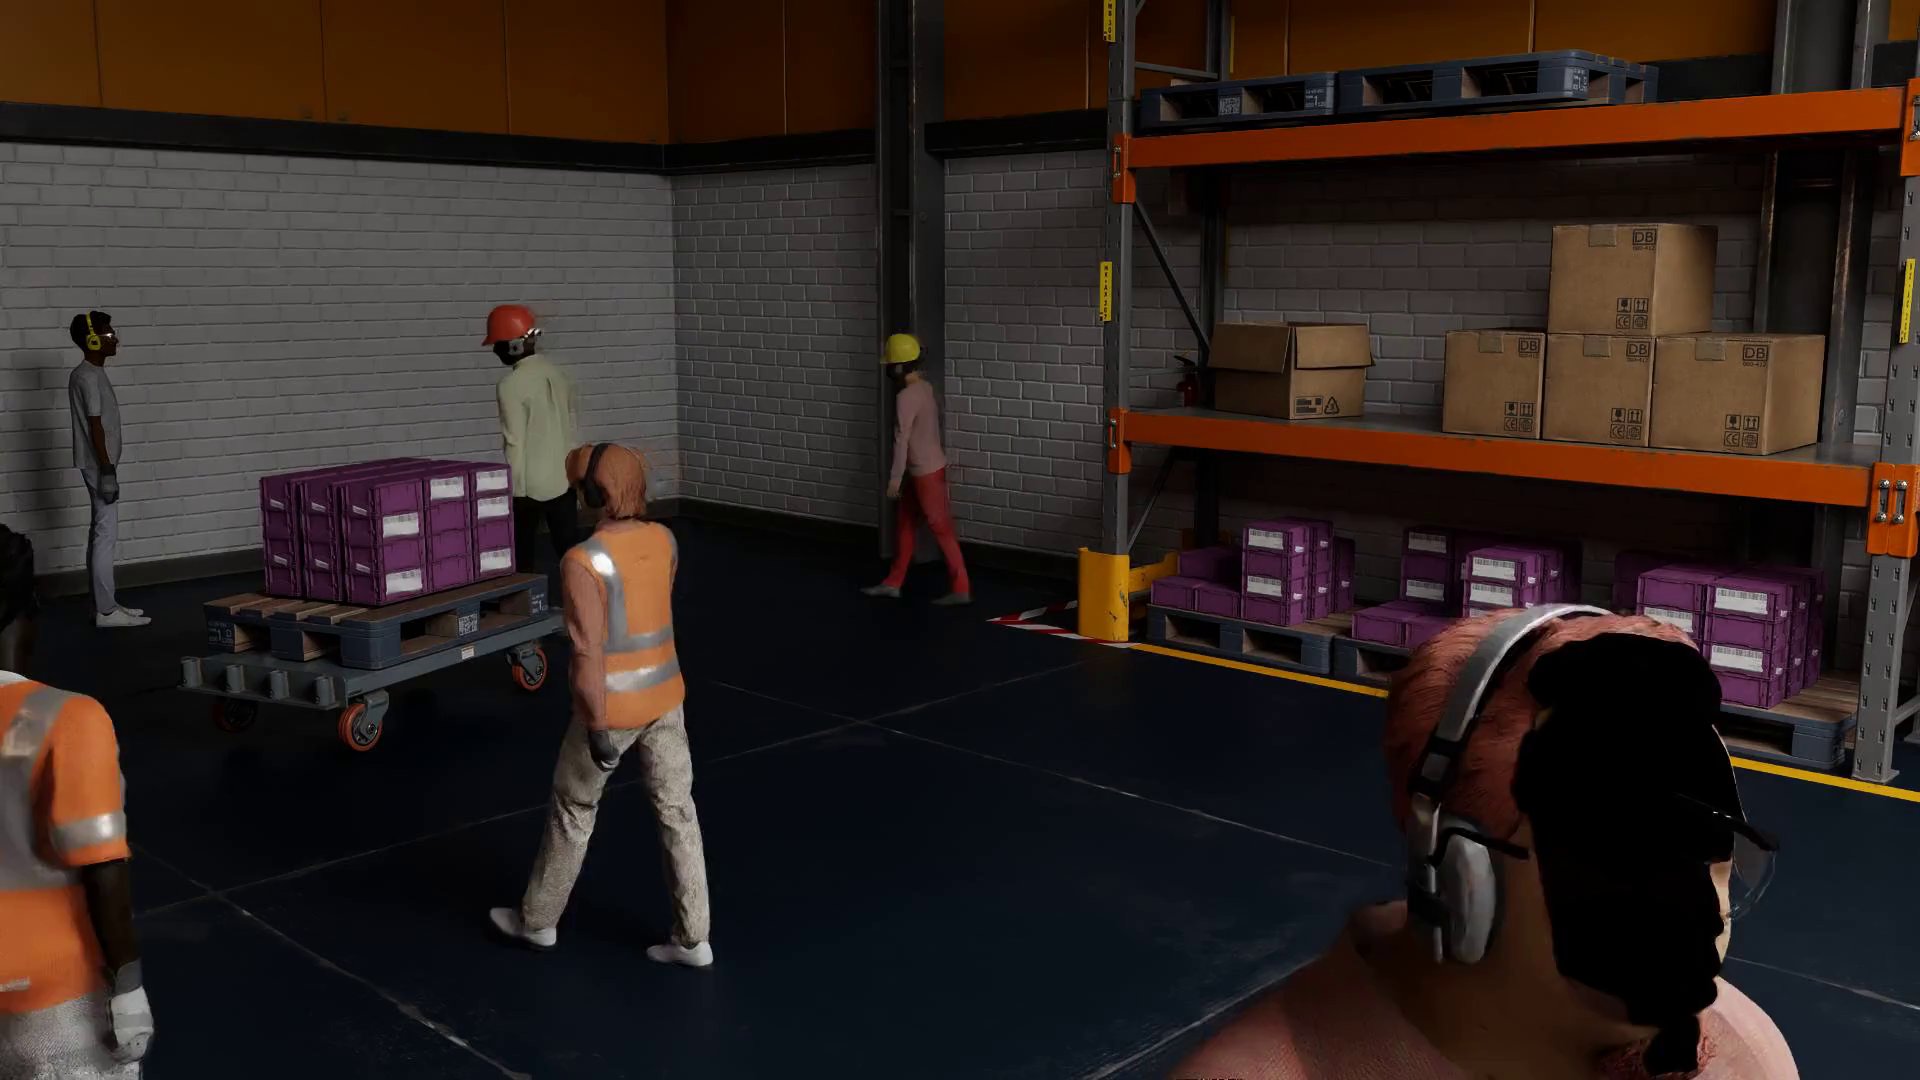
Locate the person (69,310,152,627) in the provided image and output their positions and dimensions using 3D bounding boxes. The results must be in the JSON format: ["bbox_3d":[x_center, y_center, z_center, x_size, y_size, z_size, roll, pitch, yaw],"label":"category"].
[{"bbox_3d":[-5.080,-0.418,9.885,0.328,1.876,0.514,-6,11,-32],"label":"person"}]

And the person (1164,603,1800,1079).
[{"bbox_3d":[0.391,0.982,1.208,0.679,1.905,0.404,-5,10,-28],"label":"person"}]

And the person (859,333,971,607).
[{"bbox_3d":[-0.298,-0.425,10.383,0.803,1.717,0.548,1,9,8],"label":"person"}]

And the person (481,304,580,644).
[{"bbox_3d":[-2.220,-0.309,9.078,0.939,1.942,0.642,4,10,24],"label":"person"}]

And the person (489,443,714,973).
[{"bbox_3d":[-1.090,0.504,5.067,0.819,1.604,0.521,6,11,31],"label":"person"}]

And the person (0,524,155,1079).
[{"bbox_3d":[-1.645,0.804,3.036,0.682,1.675,0.321,5,10,26],"label":"person"}]
